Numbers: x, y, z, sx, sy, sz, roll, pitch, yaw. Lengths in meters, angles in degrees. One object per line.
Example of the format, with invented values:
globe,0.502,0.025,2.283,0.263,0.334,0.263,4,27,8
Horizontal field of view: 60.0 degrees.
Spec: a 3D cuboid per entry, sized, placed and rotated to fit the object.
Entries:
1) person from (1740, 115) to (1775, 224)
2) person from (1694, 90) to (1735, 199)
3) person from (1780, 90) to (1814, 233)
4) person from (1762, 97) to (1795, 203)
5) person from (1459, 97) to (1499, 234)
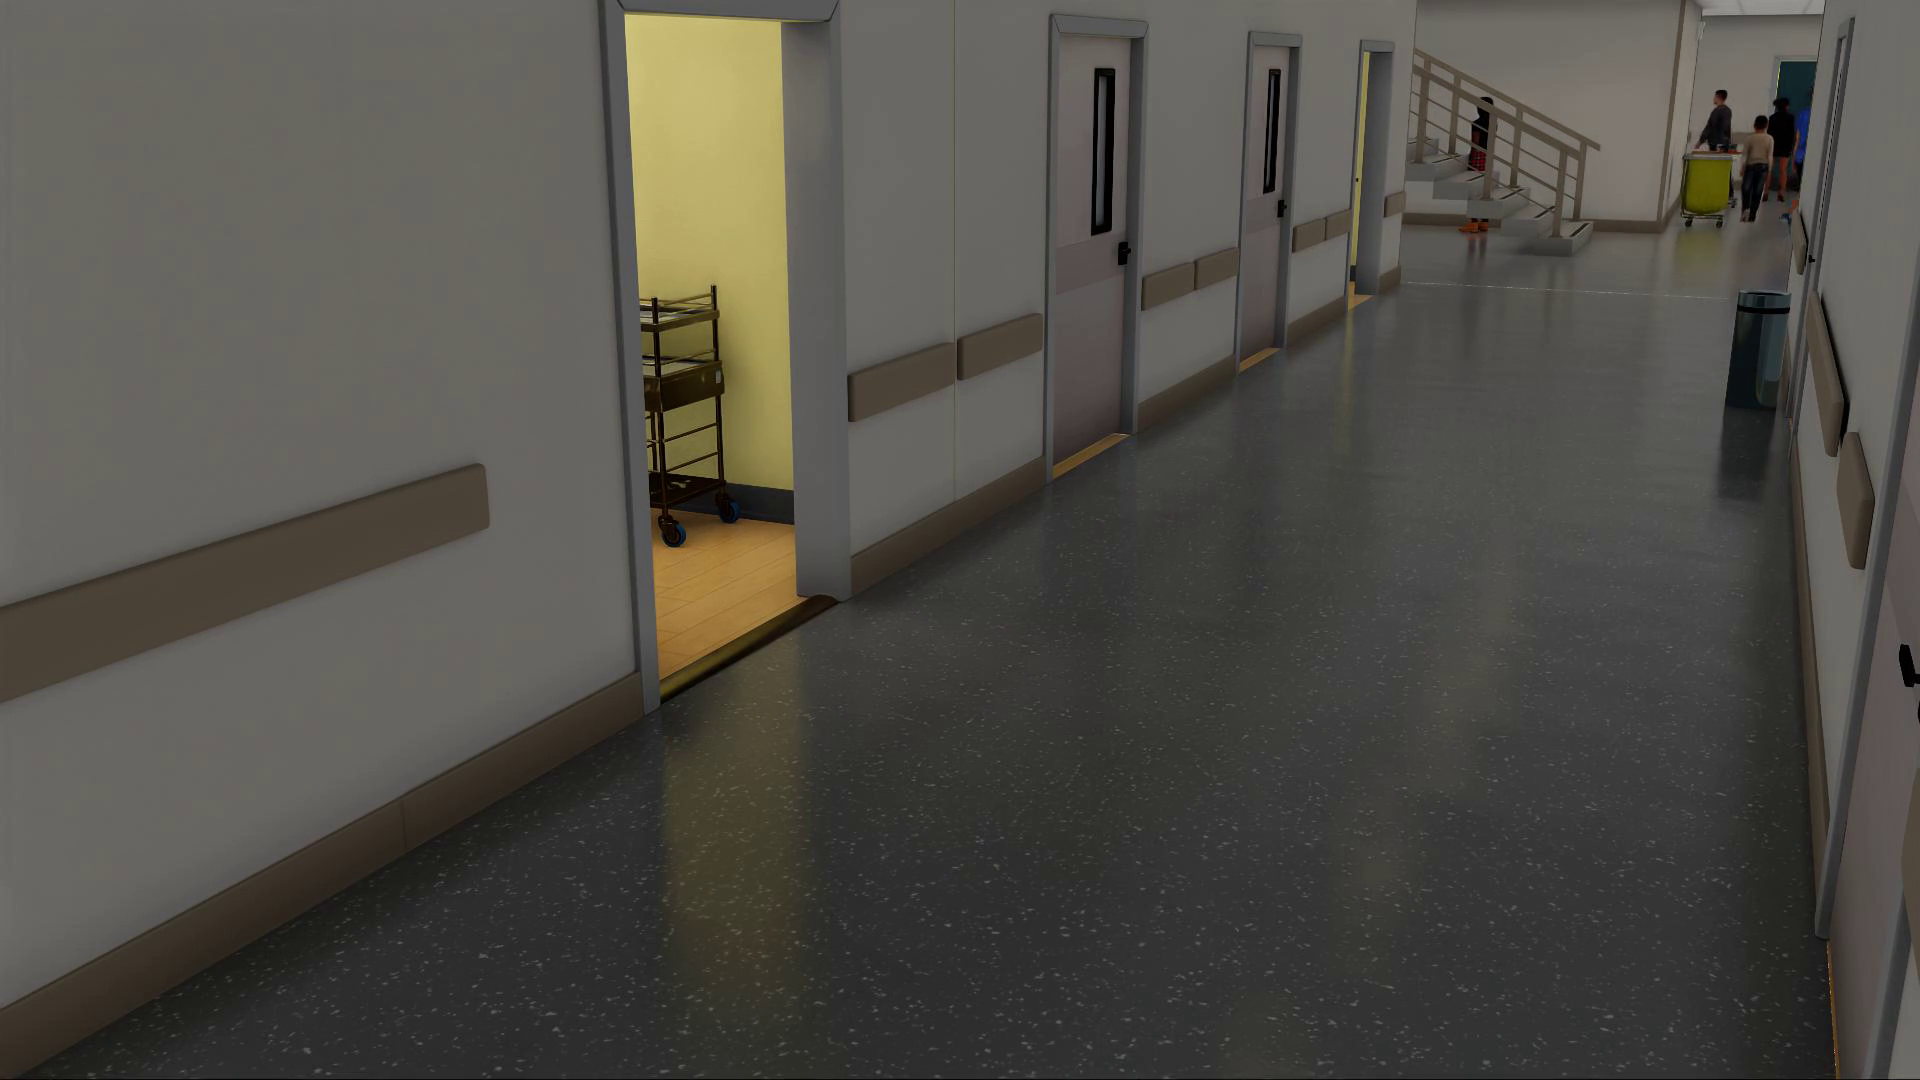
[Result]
person,10.925,-5.063,22.811,0.638,1.450,0.649,5,16,16
person,12.316,-6.340,26.867,1.228,1.707,0.879,14,21,40
person,10.886,-4.866,21.405,1.099,1.834,1.229,-10,19,-33
person,13.224,-6.304,26.864,0.549,1.640,0.656,10,19,32
person,6.817,-4.906,21.743,0.708,1.729,0.738,-11,19,-35
